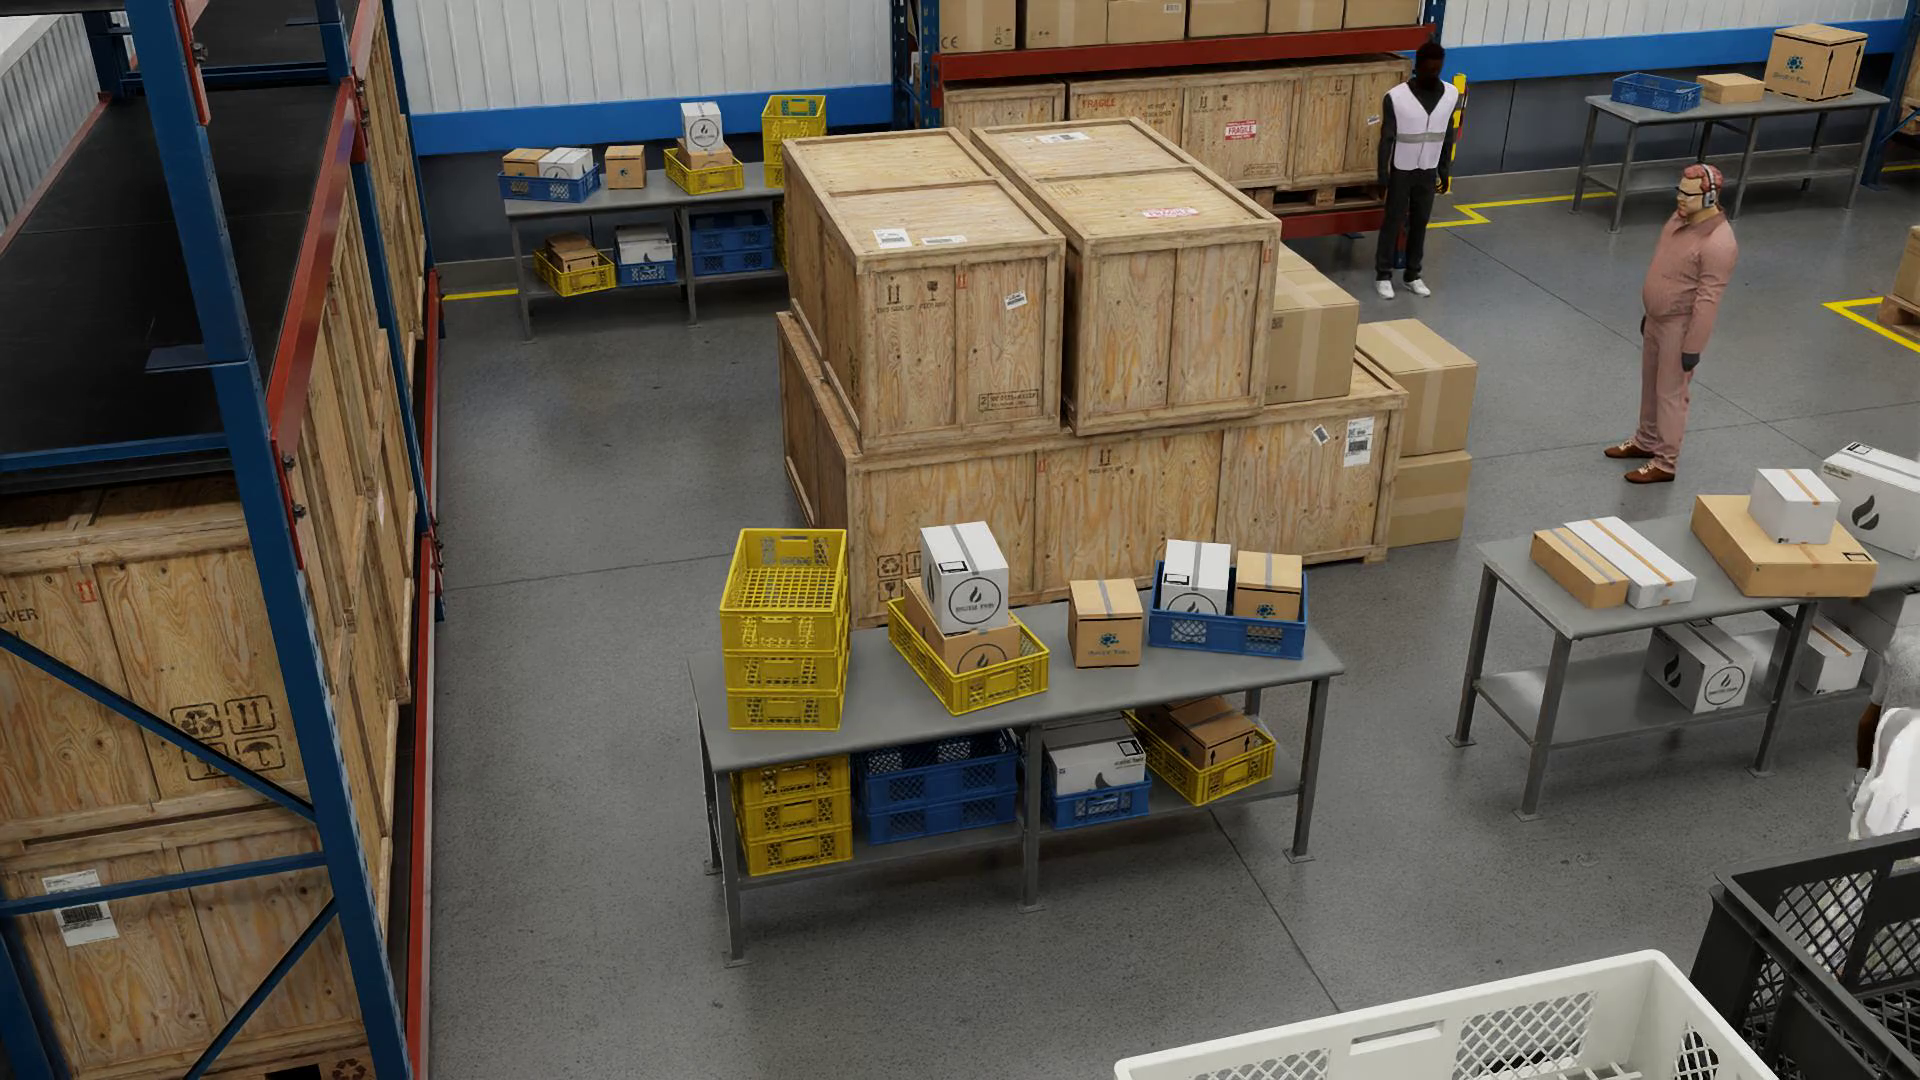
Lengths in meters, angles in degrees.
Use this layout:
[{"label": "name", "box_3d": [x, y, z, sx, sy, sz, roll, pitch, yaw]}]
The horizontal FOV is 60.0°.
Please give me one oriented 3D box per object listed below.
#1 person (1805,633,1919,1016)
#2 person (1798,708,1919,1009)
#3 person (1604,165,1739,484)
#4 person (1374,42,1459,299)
[{"label": "person", "box_3d": [3.277, 0.940, 5.744, 0.325, 1.865, 0.516, -6, 29, -11]}, {"label": "person", "box_3d": [3.104, 1.152, 5.388, 0.951, 1.850, 0.575, -11, 31, -19]}, {"label": "person", "box_3d": [4.150, -1.251, 9.690, 0.400, 1.900, 0.648, -1, 29, -1]}, {"label": "person", "box_3d": [3.374, -2.754, 12.406, 0.597, 1.910, 0.402, -7, 30, -13]}]
